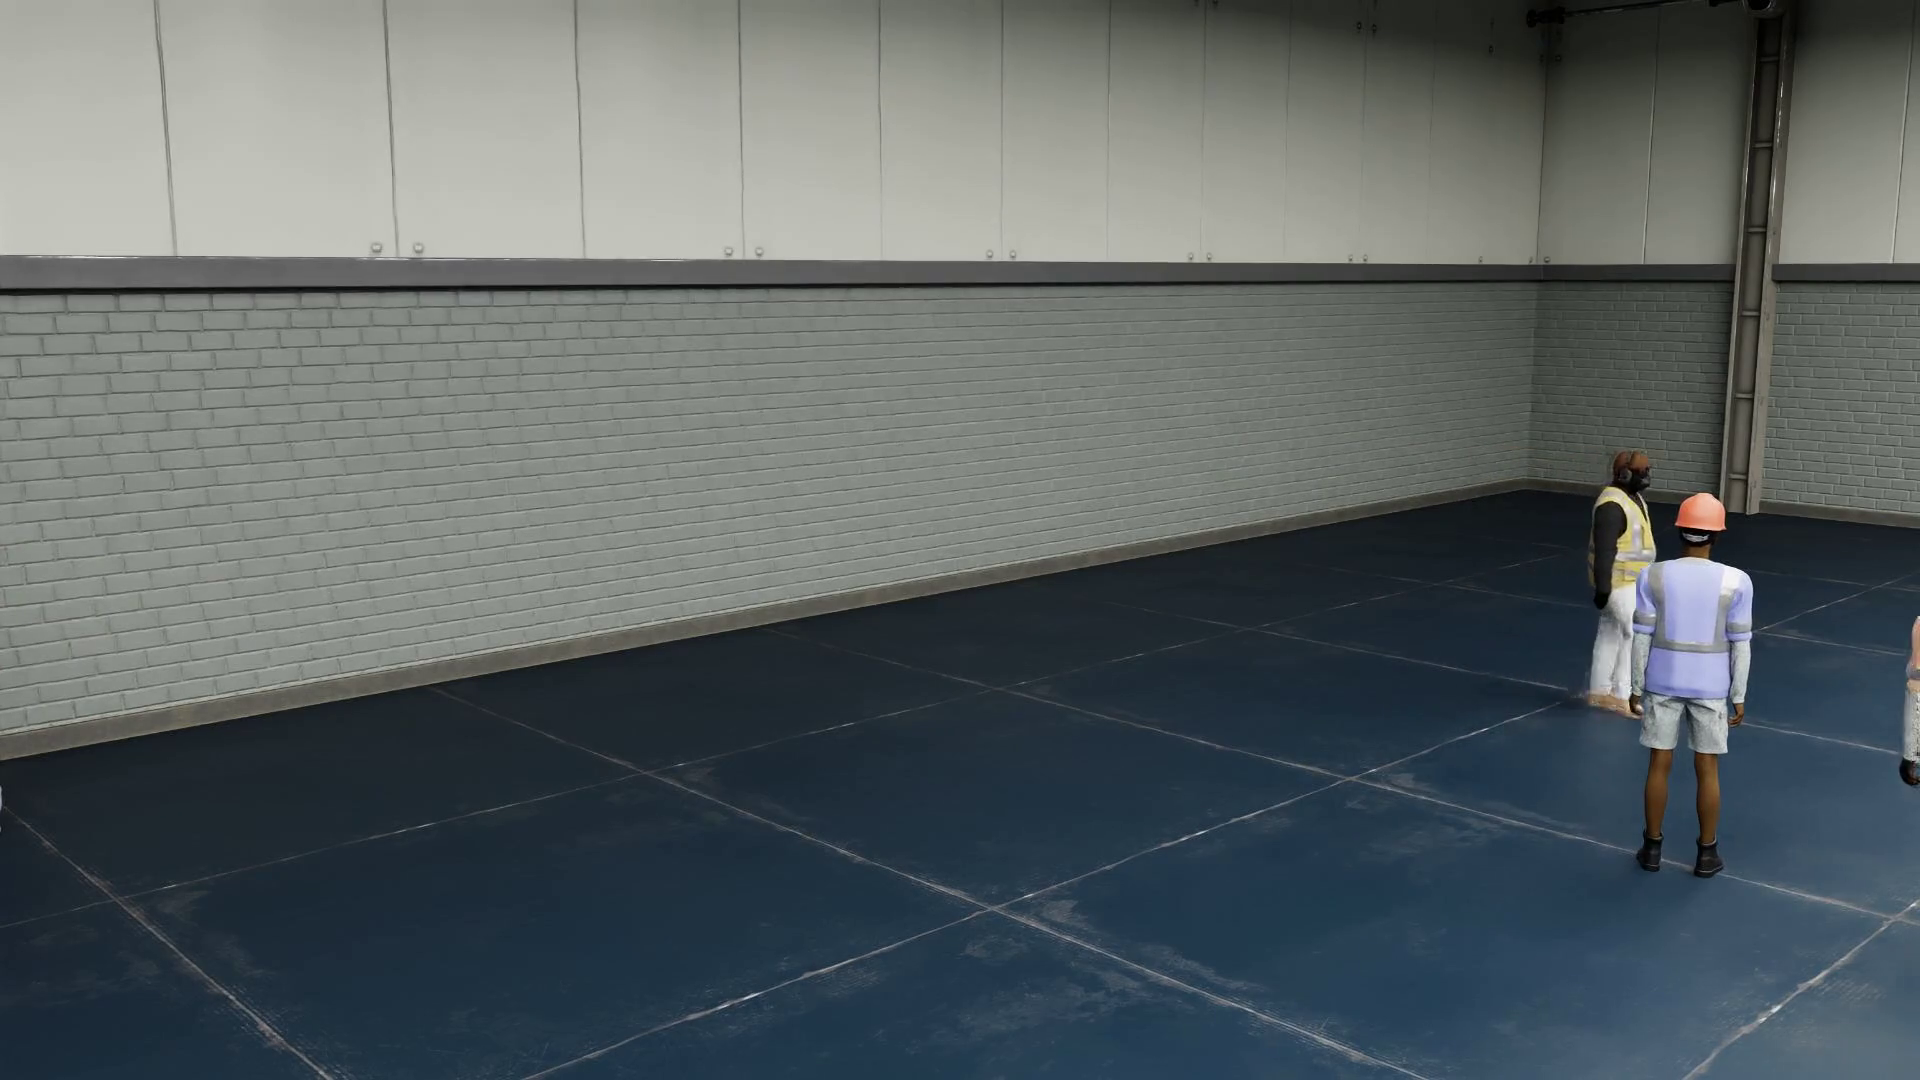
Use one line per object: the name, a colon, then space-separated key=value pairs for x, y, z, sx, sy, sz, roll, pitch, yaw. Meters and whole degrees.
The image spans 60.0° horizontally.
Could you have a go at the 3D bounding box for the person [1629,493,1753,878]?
person: x=3.670 y=0.726 z=8.388 sx=0.551 sy=1.934 sz=0.373 roll=4 pitch=10 yaw=25

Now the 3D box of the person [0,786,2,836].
person: x=-5.345 y=0.754 z=8.741 sx=0.313 sy=1.769 sz=0.523 roll=6 pitch=11 yaw=31

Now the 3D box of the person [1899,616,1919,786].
person: x=4.476 y=0.909 z=7.312 sx=0.604 sy=1.913 sz=0.533 roll=2 pitch=9 yaw=13

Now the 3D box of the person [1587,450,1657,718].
person: x=4.616 y=0.296 z=11.395 sx=0.595 sy=1.822 sz=0.640 roll=5 pitch=11 yaw=31
